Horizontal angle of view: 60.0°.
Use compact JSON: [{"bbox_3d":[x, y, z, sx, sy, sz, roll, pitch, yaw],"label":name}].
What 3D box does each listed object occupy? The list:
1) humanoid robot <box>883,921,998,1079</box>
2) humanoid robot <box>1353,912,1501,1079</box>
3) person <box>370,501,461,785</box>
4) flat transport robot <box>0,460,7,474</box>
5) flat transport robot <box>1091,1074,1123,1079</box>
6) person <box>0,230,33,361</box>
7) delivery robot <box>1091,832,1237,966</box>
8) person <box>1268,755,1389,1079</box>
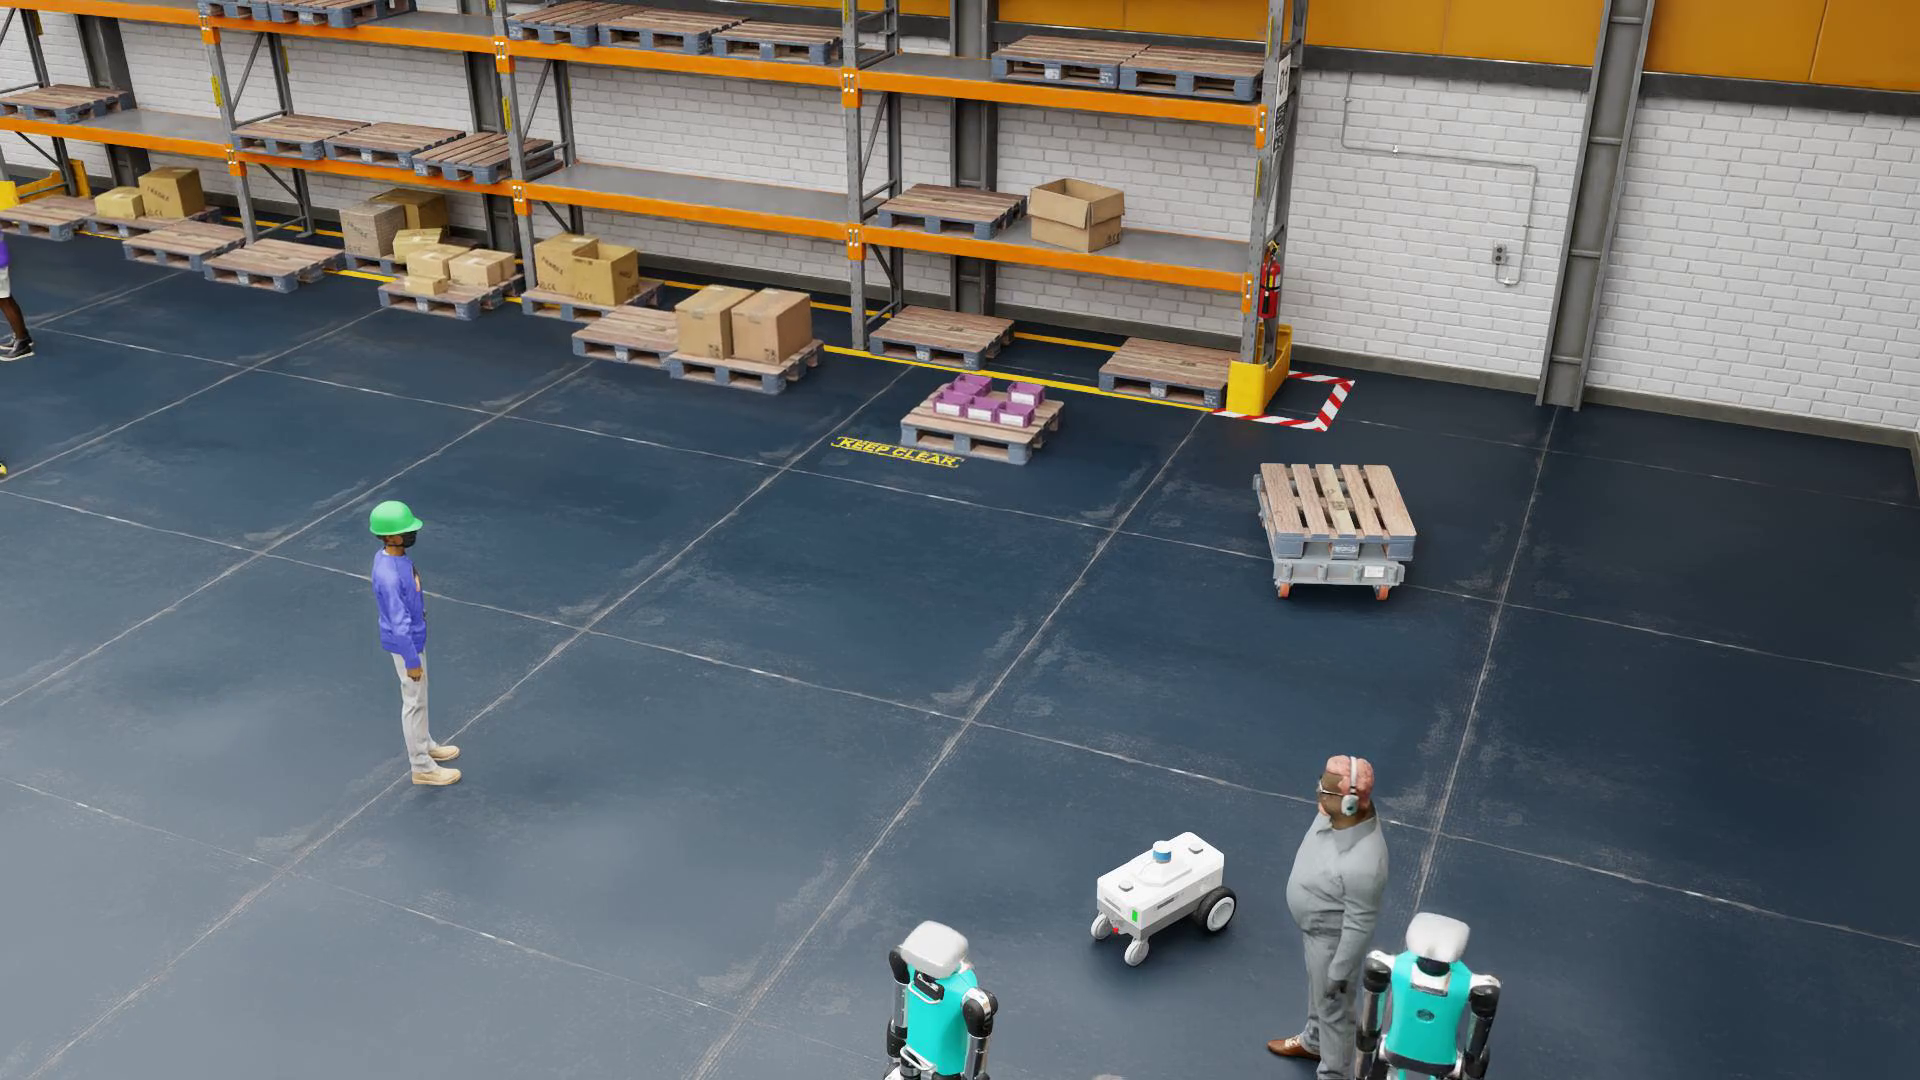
[{"bbox_3d":[-0.242,2.345,6.641,0.735,1.673,0.533,-24,36,-38],"label":"humanoid robot"},{"bbox_3d":[1.980,2.187,7.132,0.530,1.817,0.878,10,29,18],"label":"humanoid robot"},{"bbox_3d":[-3.292,0.613,9.997,0.343,1.872,0.468,-7,28,-13],"label":"person"},{"bbox_3d":[-8.844,-0.777,14.439,0.659,0.231,1.431,-22,35,-36],"label":"flat transport robot"},{"bbox_3d":[0.988,2.917,7.275,0.659,0.231,1.431,-3,27,-6],"label":"flat transport robot"},{"bbox_3d":[-9.602,-2.745,16.427,0.391,1.954,0.615,-14,30,-24],"label":"person"},{"bbox_3d":[1.079,1.883,8.954,0.774,0.581,0.499,-20,33,-33],"label":"delivery robot"},{"bbox_3d":[1.690,1.800,7.656,0.407,1.910,0.636,1,27,2],"label":"person"}]
